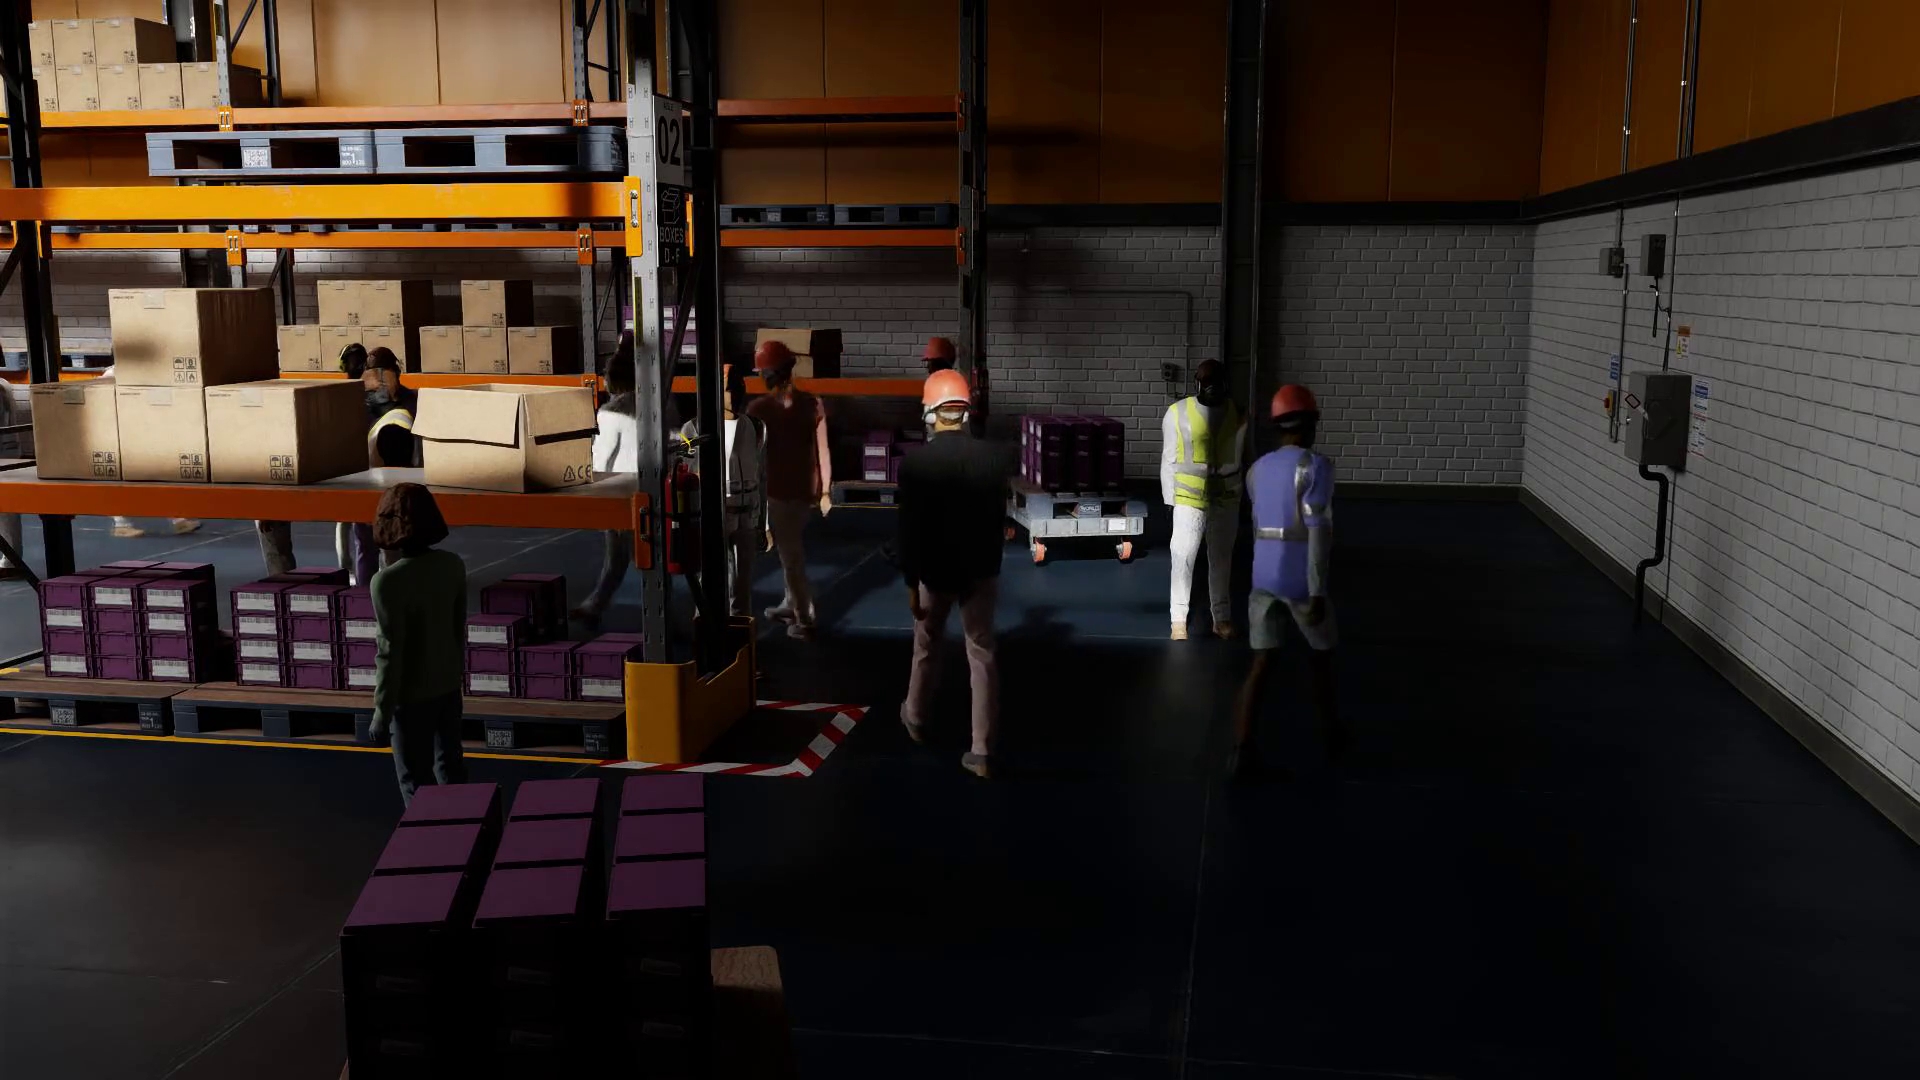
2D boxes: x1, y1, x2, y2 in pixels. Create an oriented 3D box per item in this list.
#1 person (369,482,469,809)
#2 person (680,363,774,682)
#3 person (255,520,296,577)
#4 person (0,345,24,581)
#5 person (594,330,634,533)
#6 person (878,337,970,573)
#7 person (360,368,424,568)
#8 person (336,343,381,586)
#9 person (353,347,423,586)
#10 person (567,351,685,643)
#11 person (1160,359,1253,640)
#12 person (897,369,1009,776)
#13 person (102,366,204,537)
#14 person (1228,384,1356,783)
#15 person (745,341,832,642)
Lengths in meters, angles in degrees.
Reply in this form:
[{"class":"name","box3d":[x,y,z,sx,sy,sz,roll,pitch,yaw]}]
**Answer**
[{"class":"person","box3d":[-2.025,0.597,6.240,0.279,1.633,0.501,3,10,17]},{"class":"person","box3d":[-1.344,-0.080,9.672,0.575,1.883,0.355,-8,12,-41]},{"class":"person","box3d":[-4.552,-0.258,10.931,0.403,1.830,0.600,-3,10,-18]},{"class":"person","box3d":[-7.541,-0.617,12.999,0.356,1.884,0.574,-4,10,-24]},{"class":"person","box3d":[-2.952,-0.961,15.129,1.019,1.894,0.632,8,12,40]},{"class":"person","box3d":[-0.193,-0.645,13.139,0.974,1.885,0.550,5,11,31]},{"class":"person","box3d":[-3.467,-0.131,10.156,0.430,1.836,0.629,-4,10,-21]},{"class":"person","box3d":[-4.652,-0.587,12.869,0.313,1.866,0.529,7,11,36]},{"class":"person","box3d":[-3.889,-0.353,11.285,0.636,1.910,0.406,-4,10,-23]},{"class":"person","box3d":[-2.240,-0.277,10.857,1.008,1.884,0.651,3,10,16]},{"class":"person","box3d":[1.625,-0.260,10.911,0.622,1.845,0.429,-1,9,-6]},{"class":"person","box3d":[-0.044,0.132,8.193,0.605,1.936,1.044,-3,10,-17]},{"class":"person","box3d":[-7.352,-0.906,15.040,0.809,1.811,0.633,2,9,15]},{"class":"person","box3d":[1.636,0.201,7.973,0.954,1.864,0.621,-7,12,-38]},{"class":"person","box3d":[-1.207,-0.325,10.963,0.814,1.956,0.627,8,12,42]}]
